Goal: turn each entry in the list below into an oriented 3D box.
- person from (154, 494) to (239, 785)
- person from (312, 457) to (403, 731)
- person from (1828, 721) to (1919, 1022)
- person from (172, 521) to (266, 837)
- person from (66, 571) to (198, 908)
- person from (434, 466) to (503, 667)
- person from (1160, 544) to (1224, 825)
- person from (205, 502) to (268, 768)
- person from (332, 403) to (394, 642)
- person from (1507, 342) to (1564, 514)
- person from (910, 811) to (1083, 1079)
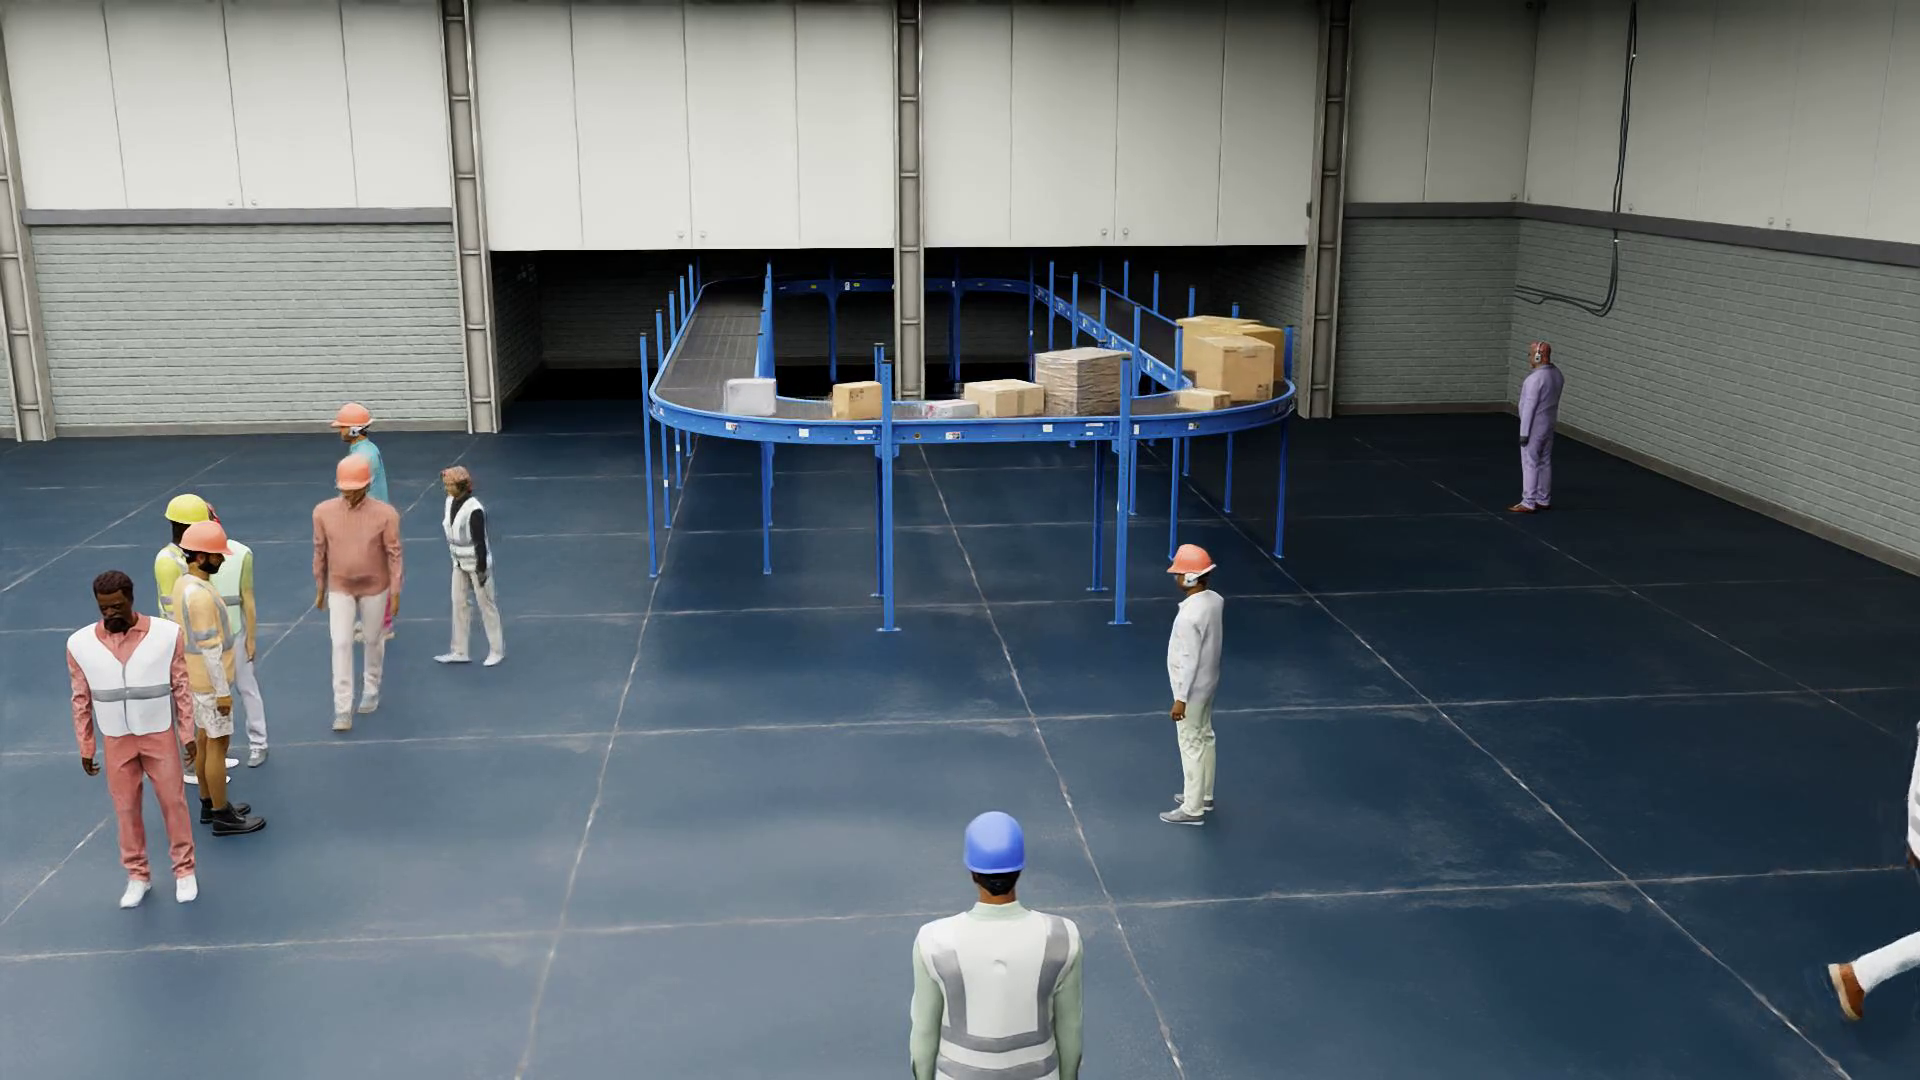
[{"bbox_3d":[-4.981,0.643,10.833,0.380,1.917,0.586,-3,14,-12],"label":"person"},{"bbox_3d":[-4.286,0.377,11.827,0.630,1.946,0.937,-3,14,-12],"label":"person"},{"bbox_3d":[4.537,1.440,7.764,0.720,1.862,0.584,1,14,6],"label":"person"},{"bbox_3d":[-4.508,0.831,10.058,0.372,1.928,0.543,-10,17,-35],"label":"person"},{"bbox_3d":[-4.520,1.075,9.133,0.599,1.908,0.403,-5,15,-18],"label":"person"},{"bbox_3d":[-3.909,0.218,13.144,0.528,1.616,0.527,13,19,42],"label":"person"},{"bbox_3d":[1.413,0.879,10.225,0.343,1.747,0.573,7,15,25],"label":"person"},{"bbox_3d":[-4.934,0.626,11.079,0.562,1.836,0.391,0,14,1],"label":"person"},{"bbox_3d":[-4.947,-0.150,13.844,0.383,1.996,0.609,-4,15,-15],"label":"person"},{"bbox_3d":[6.389,-1.249,18.447,0.645,1.899,0.402,-13,19,-41],"label":"person"},{"bbox_3d":[0.128,1.884,5.838,0.604,1.938,0.426,-1,14,-5],"label":"person"}]
